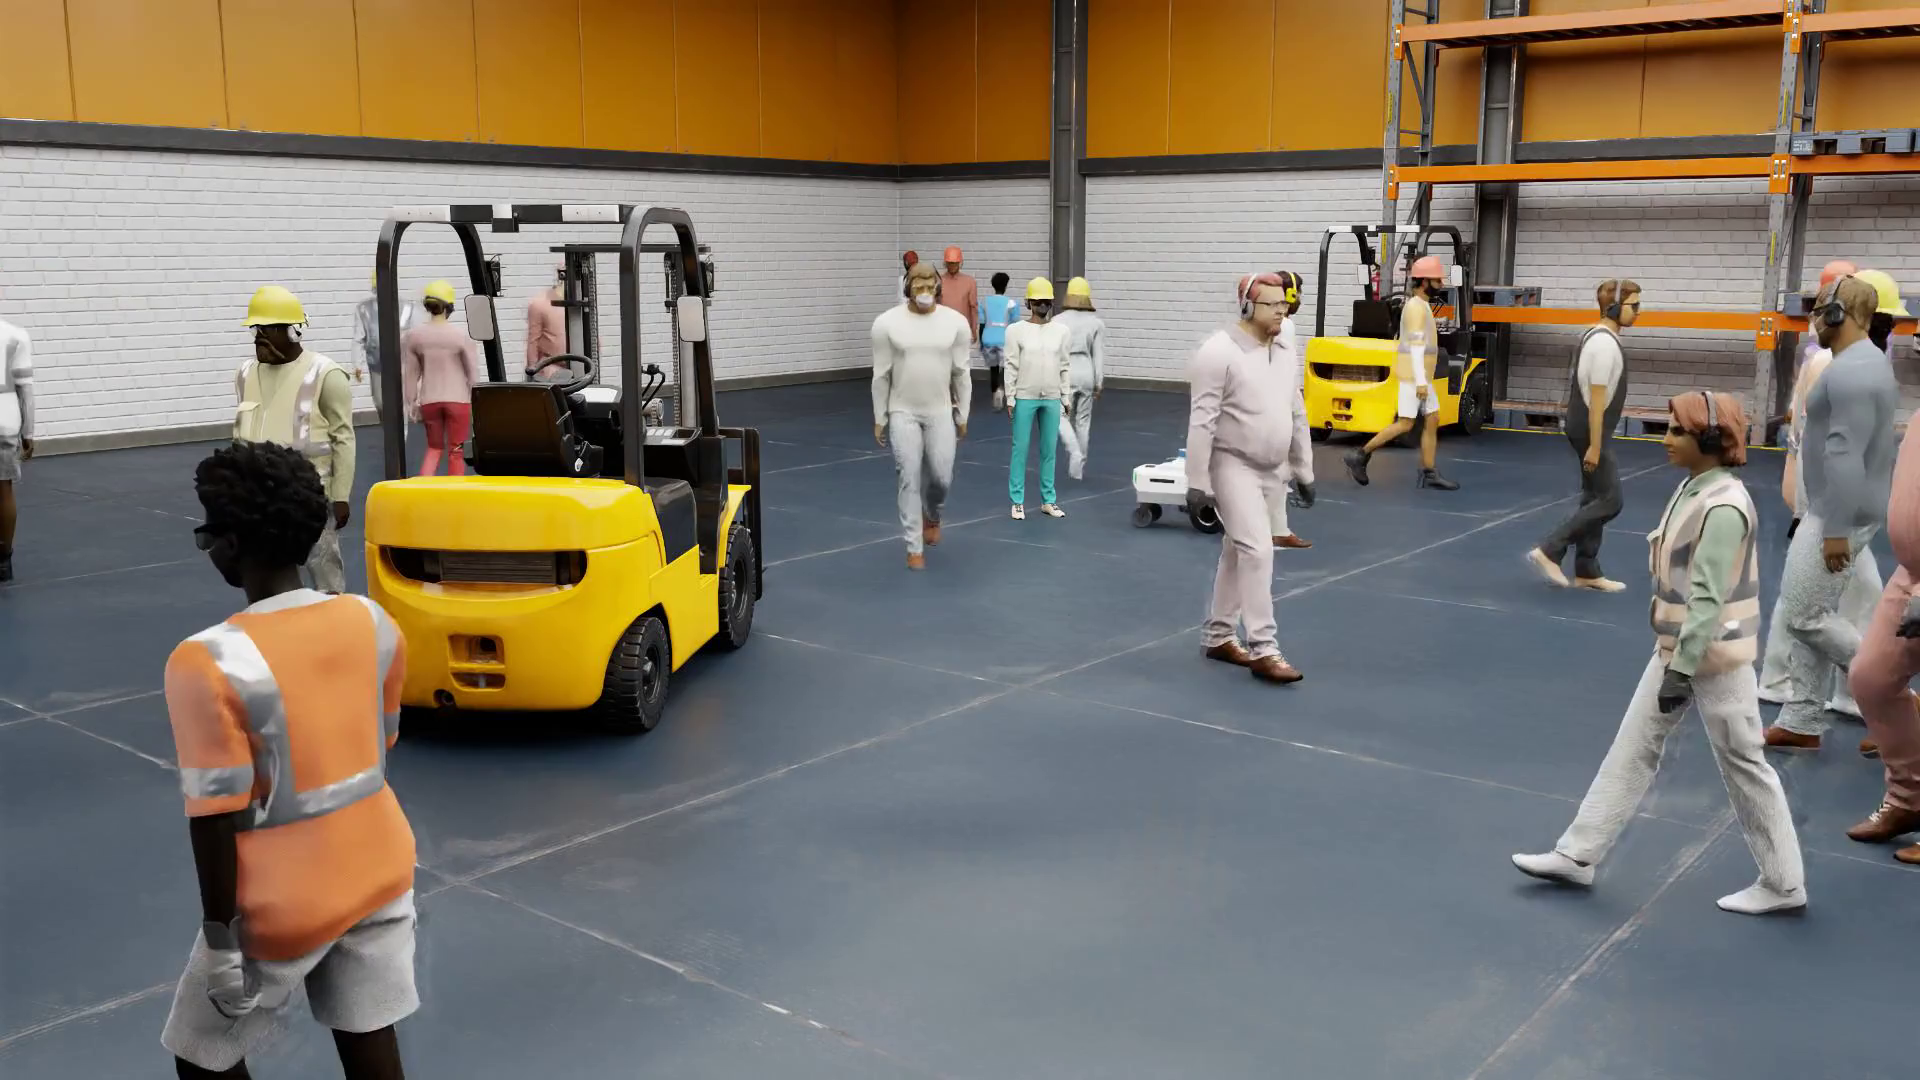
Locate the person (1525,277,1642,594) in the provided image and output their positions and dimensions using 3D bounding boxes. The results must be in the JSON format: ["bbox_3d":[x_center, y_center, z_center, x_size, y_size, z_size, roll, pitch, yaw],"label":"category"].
[{"bbox_3d":[3.602,-0.582,9.519,0.473,1.829,0.526,3,11,14],"label":"person"}]

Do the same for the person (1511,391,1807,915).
[{"bbox_3d":[2.188,0.346,5.005,0.856,1.586,0.536,2,10,10],"label":"person"}]

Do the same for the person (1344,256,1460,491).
[{"bbox_3d":[3.632,-1.350,13.546,0.855,1.915,0.540,4,11,22],"label":"person"}]

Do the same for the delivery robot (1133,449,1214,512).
[{"bbox_3d":[1.597,-0.406,11.805,0.707,0.478,0.477,4,11,22],"label":"delivery robot"}]

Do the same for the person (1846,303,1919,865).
[{"bbox_3d":[3.167,0.143,5.361,0.527,1.882,0.636,0,10,3],"label":"person"}]

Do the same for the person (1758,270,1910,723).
[{"bbox_3d":[3.798,-0.170,7.005,0.750,1.900,0.622,7,12,35],"label":"person"}]

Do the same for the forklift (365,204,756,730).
[{"bbox_3d":[-1.766,-0.406,7.525,1.214,2.155,2.313,1,10,7],"label":"forklift"}]

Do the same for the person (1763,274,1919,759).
[{"bbox_3d":[3.462,-0.071,6.483,0.576,1.903,0.670,6,12,28],"label":"person"}]

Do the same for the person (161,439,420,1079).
[{"bbox_3d":[-1.257,0.650,3.085,0.560,1.671,0.546,5,11,25],"label":"person"}]

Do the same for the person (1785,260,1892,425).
[{"bbox_3d":[5.942,-0.927,11.239,0.562,1.891,0.687,-3,11,-15],"label":"person"}]

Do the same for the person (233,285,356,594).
[{"bbox_3d":[-3.046,-0.235,7.578,0.596,1.831,0.403,3,11,16],"label":"person"}]

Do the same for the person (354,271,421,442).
[{"bbox_3d":[-5.425,-1.709,15.828,0.600,1.799,0.808,-2,10,-11],"label":"person"}]

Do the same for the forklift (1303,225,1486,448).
[{"bbox_3d":[4.449,-2.115,16.993,1.214,2.155,2.313,8,13,38],"label":"forklift"}]

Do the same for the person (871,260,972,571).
[{"bbox_3d":[-0.246,-0.791,10.441,0.629,1.917,0.634,-1,10,-6],"label":"person"}]

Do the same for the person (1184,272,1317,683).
[{"bbox_3d":[1.444,-0.289,7.729,0.680,1.876,0.813,-9,14,-41],"label":"person"}]

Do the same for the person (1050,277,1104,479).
[{"bbox_3d":[0.987,-1.346,14.012,0.489,1.728,0.608,-2,10,-10],"label":"person"}]

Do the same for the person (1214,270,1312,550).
[{"bbox_3d":[2.013,-0.843,10.918,0.582,1.839,0.575,-2,10,-10],"label":"person"}]

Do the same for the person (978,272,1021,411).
[{"bbox_3d":[0.453,-2.348,19.746,0.538,1.663,0.729,3,11,18],"label":"person"}]

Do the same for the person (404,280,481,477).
[{"bbox_3d":[-3.710,-0.985,11.957,0.531,1.754,0.431,1,10,6],"label":"person"}]

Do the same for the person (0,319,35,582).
[{"bbox_3d":[-5.706,-0.670,9.743,0.556,1.920,0.735,-9,13,-40],"label":"person"}]

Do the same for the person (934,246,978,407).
[{"bbox_3d":[-0.084,-2.632,20.508,0.629,1.968,0.745,0,10,2],"label":"person"}]

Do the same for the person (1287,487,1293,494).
[{"bbox_3d":[2.434,-1.136,13.165,0.534,1.622,0.514,8,13,37],"label":"person"}]

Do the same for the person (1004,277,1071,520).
[{"bbox_3d":[0.572,-1.032,12.182,0.524,1.769,0.309,-4,11,-20],"label":"person"}]

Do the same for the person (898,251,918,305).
[{"bbox_3d":[-0.638,-3.003,22.766,0.573,1.887,0.353,-10,14,-44],"label":"person"}]

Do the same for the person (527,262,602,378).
[{"bbox_3d":[-3.502,-1.522,14.673,0.644,1.857,0.928,-8,13,-39],"label":"person"}]
